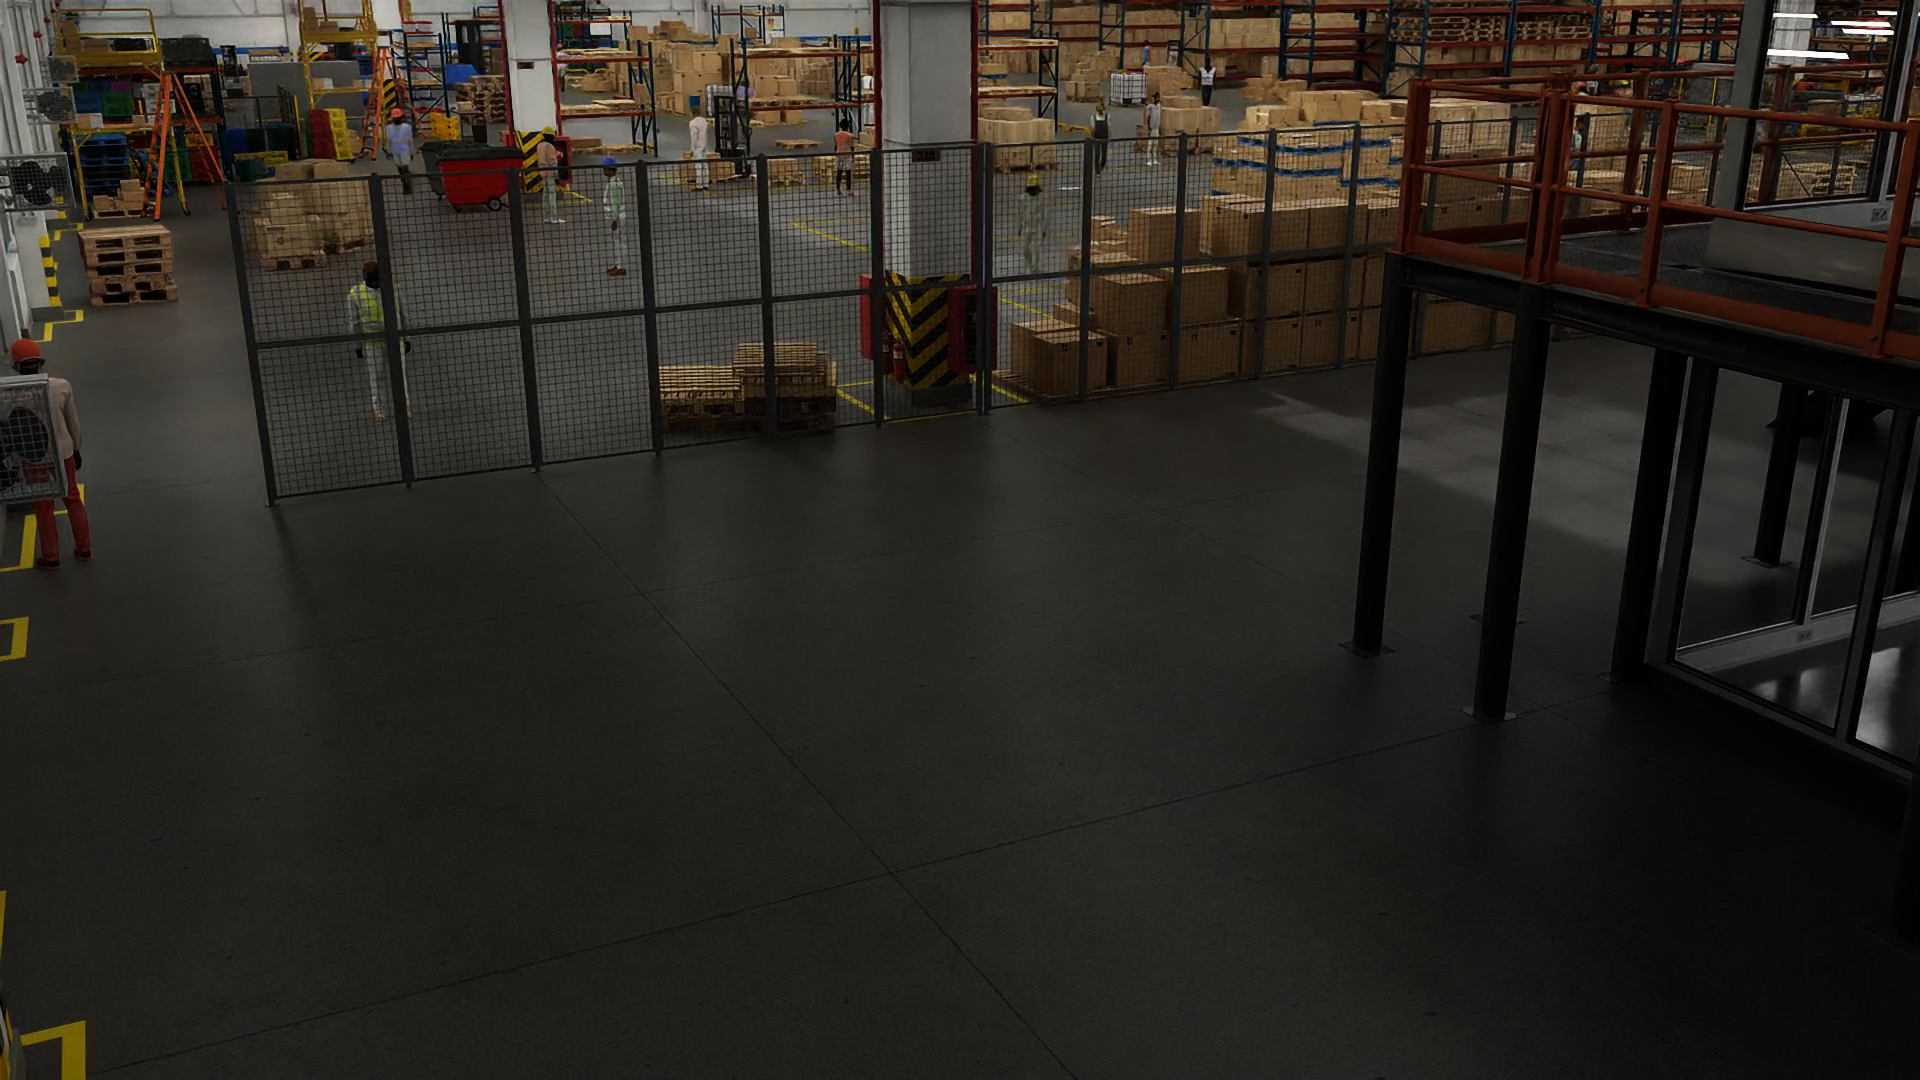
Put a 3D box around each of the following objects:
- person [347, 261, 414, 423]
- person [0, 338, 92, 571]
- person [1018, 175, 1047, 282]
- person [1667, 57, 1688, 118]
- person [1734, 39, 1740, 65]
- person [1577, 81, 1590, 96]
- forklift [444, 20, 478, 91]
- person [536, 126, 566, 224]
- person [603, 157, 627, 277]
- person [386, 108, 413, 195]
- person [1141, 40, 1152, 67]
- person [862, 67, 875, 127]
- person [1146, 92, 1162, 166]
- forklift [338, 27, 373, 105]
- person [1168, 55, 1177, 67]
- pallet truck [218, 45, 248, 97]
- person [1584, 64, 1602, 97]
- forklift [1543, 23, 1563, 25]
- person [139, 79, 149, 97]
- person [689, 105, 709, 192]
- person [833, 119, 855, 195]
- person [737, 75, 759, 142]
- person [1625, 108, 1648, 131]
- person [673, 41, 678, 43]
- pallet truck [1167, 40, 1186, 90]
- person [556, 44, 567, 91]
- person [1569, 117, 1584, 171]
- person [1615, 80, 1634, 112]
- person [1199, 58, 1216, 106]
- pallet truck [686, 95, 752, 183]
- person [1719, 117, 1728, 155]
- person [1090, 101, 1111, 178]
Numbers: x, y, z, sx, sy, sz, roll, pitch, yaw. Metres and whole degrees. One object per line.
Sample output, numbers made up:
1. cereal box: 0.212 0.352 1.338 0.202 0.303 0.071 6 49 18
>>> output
1. person: -6.522 -2.240 18.754 0.637 1.831 0.429 -11 22 -28
2. person: -7.759 -0.724 14.107 0.380 1.995 0.611 14 23 35
3. person: 1.184 -5.100 27.199 0.486 1.730 0.413 5 20 13
4. person: 24.452 -15.430 56.736 0.625 1.992 0.388 6 20 16
5. person: 33.722 -20.721 72.060 0.653 2.000 0.654 -3 19 -8
6. person: 17.433 -11.966 46.860 0.559 1.887 0.993 9 21 24
7. forklift: -20.381 -20.002 68.652 1.129 2.768 1.873 13 23 33
8. person: -8.214 -7.310 33.313 0.381 1.918 0.584 -18 26 -41
9. person: -5.741 -5.372 27.650 0.384 1.949 0.605 -6 20 -17
10. person: -12.621 -8.719 37.408 0.554 1.911 0.737 0 19 -1
11. person: 8.276 -21.296 73.971 0.430 1.845 0.624 10 21 26
12. person: -2.909 -14.248 53.496 0.568 1.878 0.351 14 24 36
13. person: 5.032 -10.626 42.998 0.509 1.872 0.328 -17 26 -41
14. forklift: -22.393 -17.327 60.899 1.873 2.768 1.129 -9 21 -25
15. person: 8.367 -18.370 65.817 0.531 1.617 0.494 -17 25 -40
16. pallet truck: -28.879 -18.665 66.111 0.823 1.965 1.885 -3 19 -9
17. person: 19.812 -13.868 52.138 0.539 2.000 0.689 2 19 5
18. forklift: 23.191 -18.971 65.662 1.873 2.768 1.129 -9 21 -25
19. person: -25.125 -13.428 51.485 0.525 1.632 0.321 9 21 24
20. person: -5.980 -8.946 38.024 0.355 1.938 0.636 7 20 20
21. person: -2.606 -8.628 37.484 0.534 1.694 0.321 9 21 24
22. person: -6.208 -12.738 49.072 0.622 1.893 0.833 9 21 24
23. person: 18.140 -11.115 44.477 0.544 1.824 0.927 -5 20 -15
24. person: -12.196 -20.696 72.168 1.012 1.897 0.636 5 20 14
25. pallet truck: 9.045 -19.971 69.895 0.823 1.965 1.885 -3 19 -8
26. person: -16.574 -19.573 68.887 0.574 1.894 0.964 -8 21 -22
27. person: 13.169 -8.122 35.675 0.391 1.915 0.587 14 24 36
28. person: 19.973 -13.001 50.075 0.537 1.744 0.702 5 20 14
29. person: 8.694 -16.008 58.557 0.599 1.902 0.675 0 19 -1
30. pallet truck: -5.836 -9.608 39.856 0.823 1.965 1.885 10 22 27
31. person: 16.164 -7.953 35.156 0.376 1.932 0.543 10 22 27
32. person: 3.430 -9.785 40.625 0.527 1.827 0.636 0 19 1
